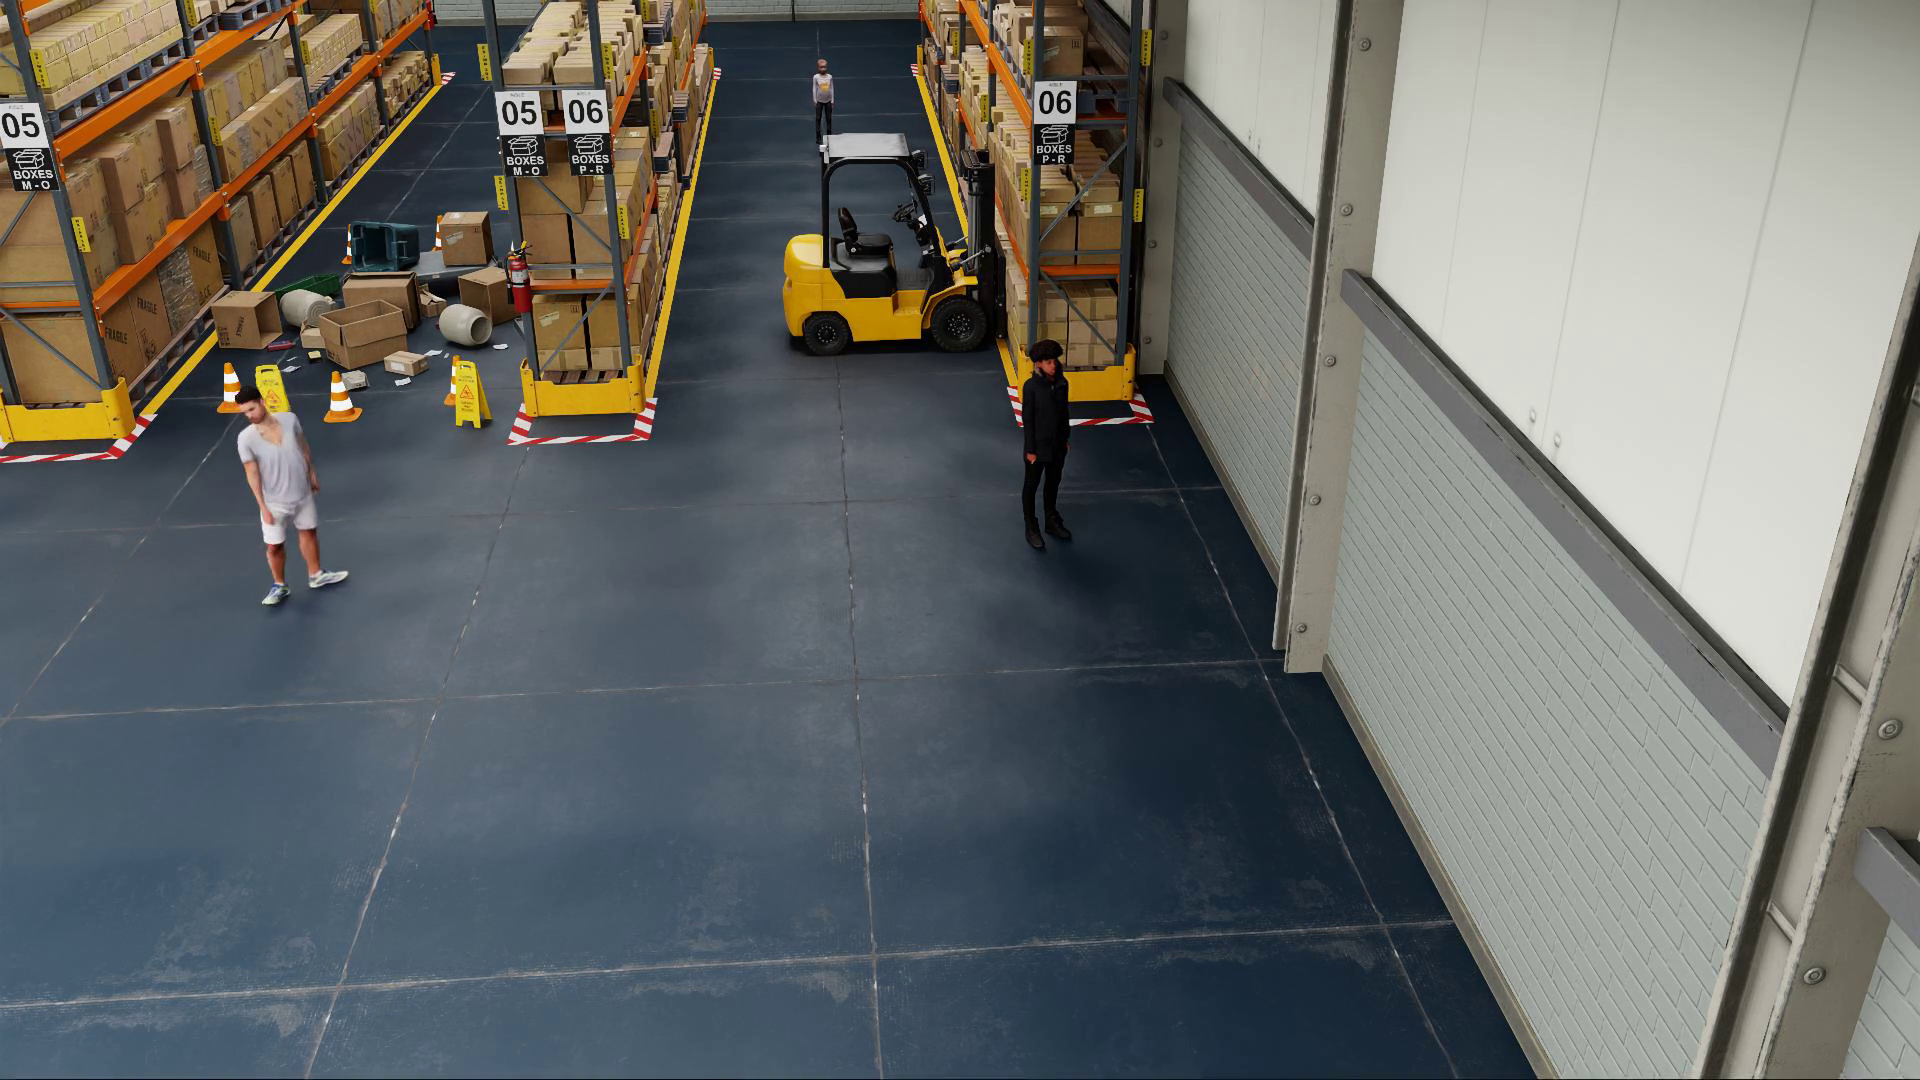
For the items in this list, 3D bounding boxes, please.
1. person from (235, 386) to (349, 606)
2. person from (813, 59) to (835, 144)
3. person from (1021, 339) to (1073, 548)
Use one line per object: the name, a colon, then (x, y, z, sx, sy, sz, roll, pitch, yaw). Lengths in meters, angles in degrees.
person: (-5.230, -0.407, 12.989, 0.942, 1.821, 0.855, 11, 29, 20)
person: (-2.158, -6.944, 26.277, 0.528, 1.279, 0.551, -8, 28, -15)
person: (0.704, -0.832, 13.859, 0.728, 1.781, 0.756, -17, 32, -30)
